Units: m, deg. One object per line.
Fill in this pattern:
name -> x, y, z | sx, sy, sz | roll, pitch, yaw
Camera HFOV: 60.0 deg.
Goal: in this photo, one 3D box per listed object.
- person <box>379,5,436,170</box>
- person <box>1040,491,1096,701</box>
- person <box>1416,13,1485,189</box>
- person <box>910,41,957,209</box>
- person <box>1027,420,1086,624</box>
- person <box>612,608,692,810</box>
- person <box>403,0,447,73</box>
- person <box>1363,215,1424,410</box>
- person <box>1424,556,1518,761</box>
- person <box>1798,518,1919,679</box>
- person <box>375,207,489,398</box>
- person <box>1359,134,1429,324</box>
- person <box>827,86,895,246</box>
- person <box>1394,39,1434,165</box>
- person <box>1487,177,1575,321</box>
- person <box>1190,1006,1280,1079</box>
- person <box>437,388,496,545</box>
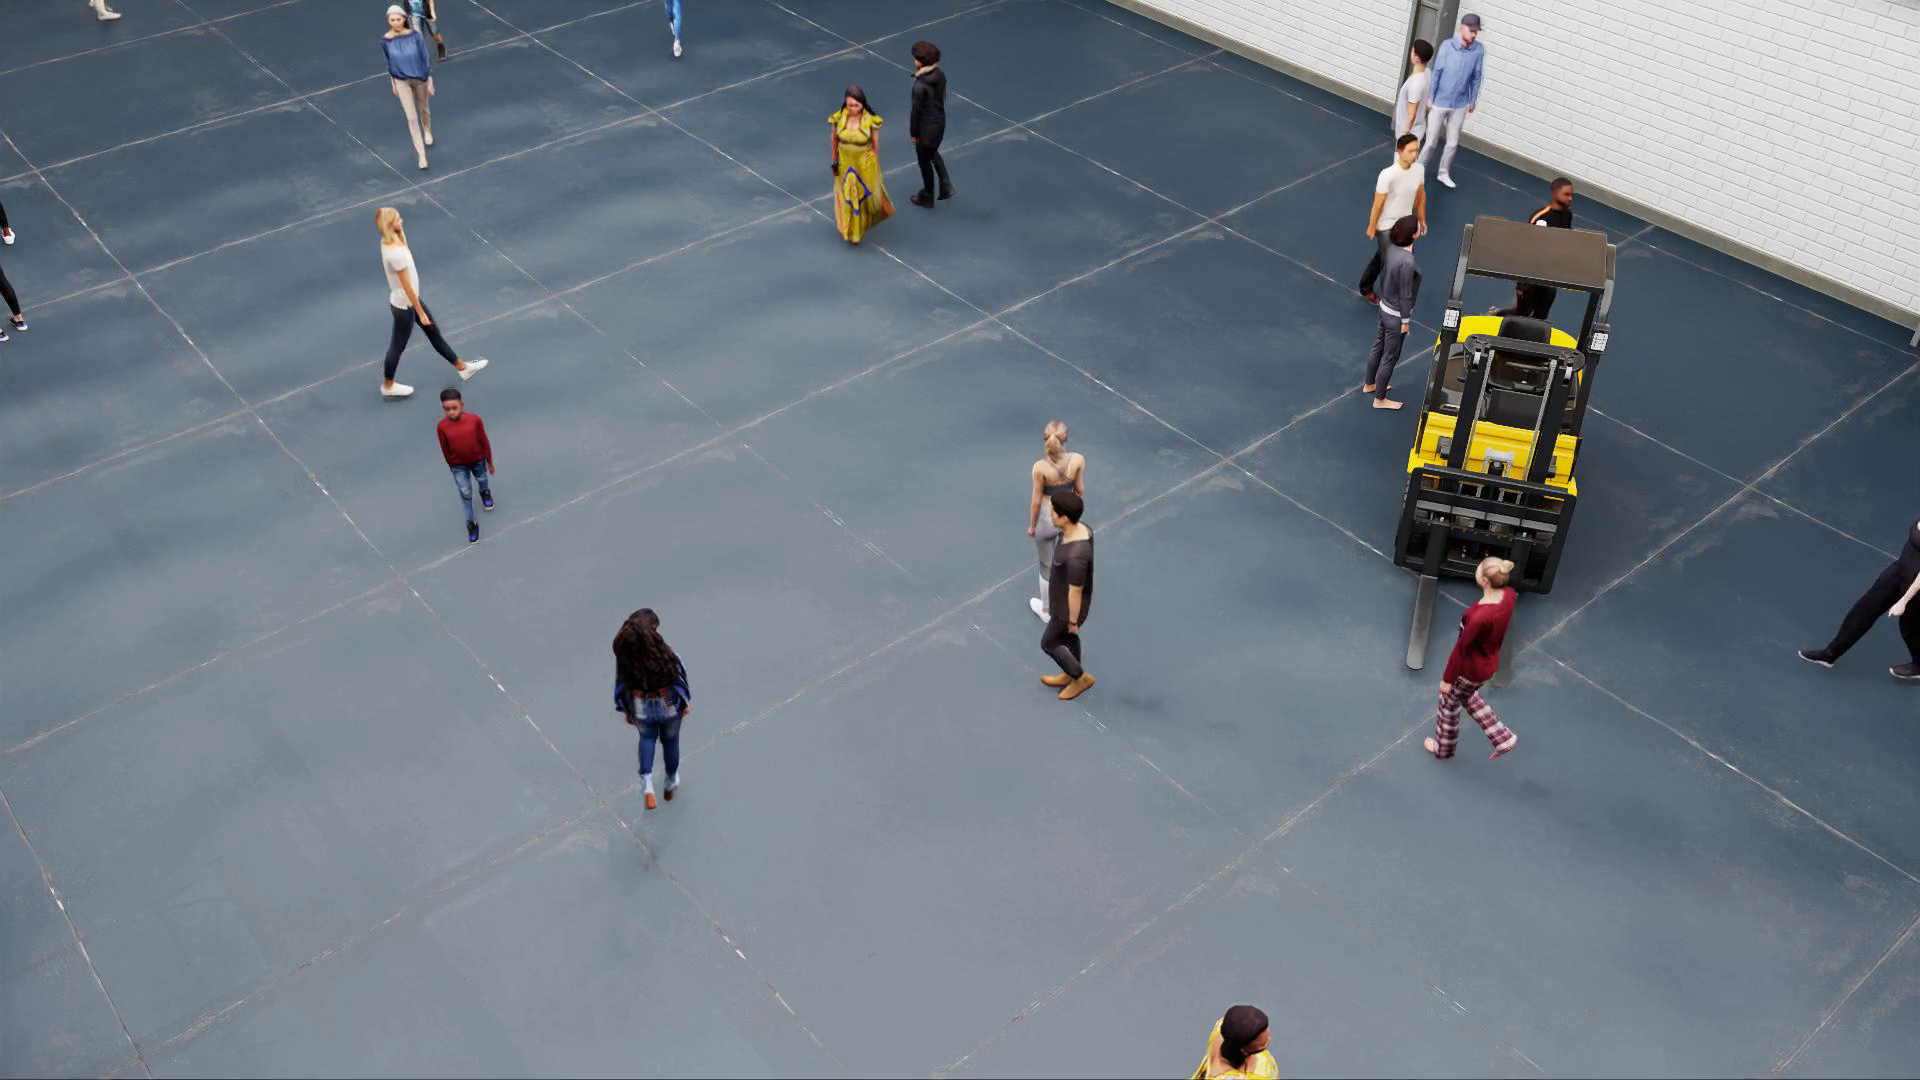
person -> -5.891, -4.933, 17.910 | 0.927, 1.650, 1.205 | -10, 40, -12
person -> 0.816, 0.393, 11.196 | 0.798, 1.696, 0.746 | 5, 39, 6
person -> 5.092, -4.563, 17.266 | 0.779, 1.866, 0.816 | 2, 39, 3
person -> -0.249, -4.179, 16.862 | 0.822, 1.770, 0.746 | 23, 44, 26
person -> 0.694, -0.127, 11.839 | 0.631, 1.706, 0.634 | -11, 40, -13
person -> -1.908, 1.098, 10.383 | 0.826, 1.609, 0.888 | 2, 39, 2
person -> -6.399, -6.319, 19.817 | 0.869, 1.426, 0.994 | -2, 39, -3
person -> 3.673, -1.942, 14.061 | 0.757, 1.770, 0.649 | -5, 39, -6
person -> 3.378, 0.832, 10.652 | 0.813, 1.689, 0.707 | 28, 47, 31
person -> 6.560, 0.320, 11.289 | 1.167, 1.695, 1.085 | 4, 39, 5
person -> -4.779, -1.957, 14.084 | 0.996, 1.764, 1.189 | -11, 40, -13
person -> 3.926, -2.927, 15.302 | 0.707, 1.771, 1.037 | -23, 44, -26
person -> -1.016, -3.743, 16.424 | 1.065, 1.645, 1.127 | 2, 39, 3
person -> 4.532, -4.125, 16.728 | 0.724, 1.852, 0.762 | 16, 41, 19
person -> 5.015, -2.357, 14.562 | 0.825, 1.793, 1.047 | -14, 41, -17
person -> 1.317, 2.831, 8.176 | 0.945, 1.655, 0.881 | 0, 39, 0
person -> -3.812, -0.666, 12.900 | 0.714, 1.224, 0.949 | -12, 40, -14
